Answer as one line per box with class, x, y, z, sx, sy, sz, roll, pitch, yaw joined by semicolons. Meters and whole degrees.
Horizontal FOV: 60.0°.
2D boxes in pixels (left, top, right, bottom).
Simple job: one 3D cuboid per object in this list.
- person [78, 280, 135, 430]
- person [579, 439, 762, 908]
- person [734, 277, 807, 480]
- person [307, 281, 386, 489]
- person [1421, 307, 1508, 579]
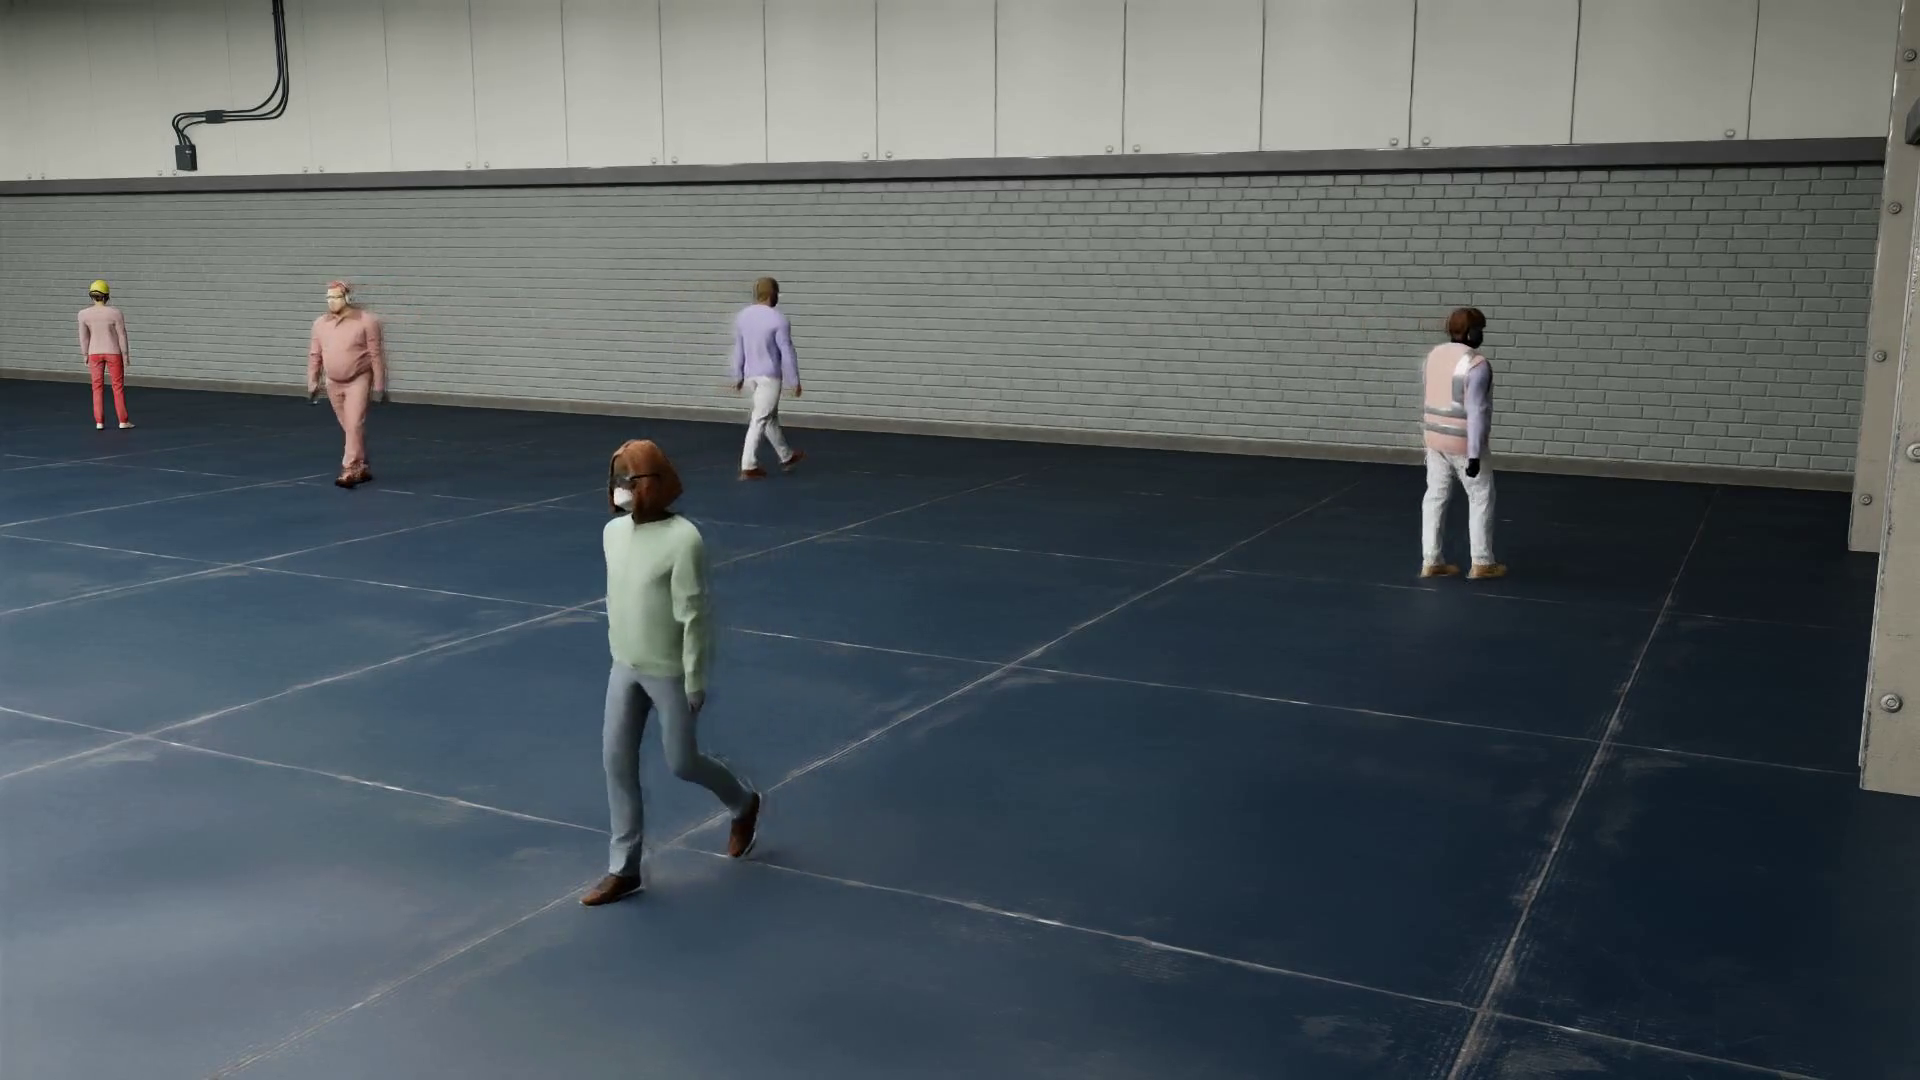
person;-10.111;-2.181;19.685;0.524;1.769;0.314;-2;11;-9
person;-1.025;0.436;5.838;0.507;1.605;0.714;8;13;36
person;-1.759;-1.538;15.827;0.661;1.889;0.988;9;14;41
person;-5.633;-1.396;15.106;0.678;1.863;0.925;2;11;11
person;3.402;-0.640;11.140;0.603;1.828;0.640;-5;11;-25
